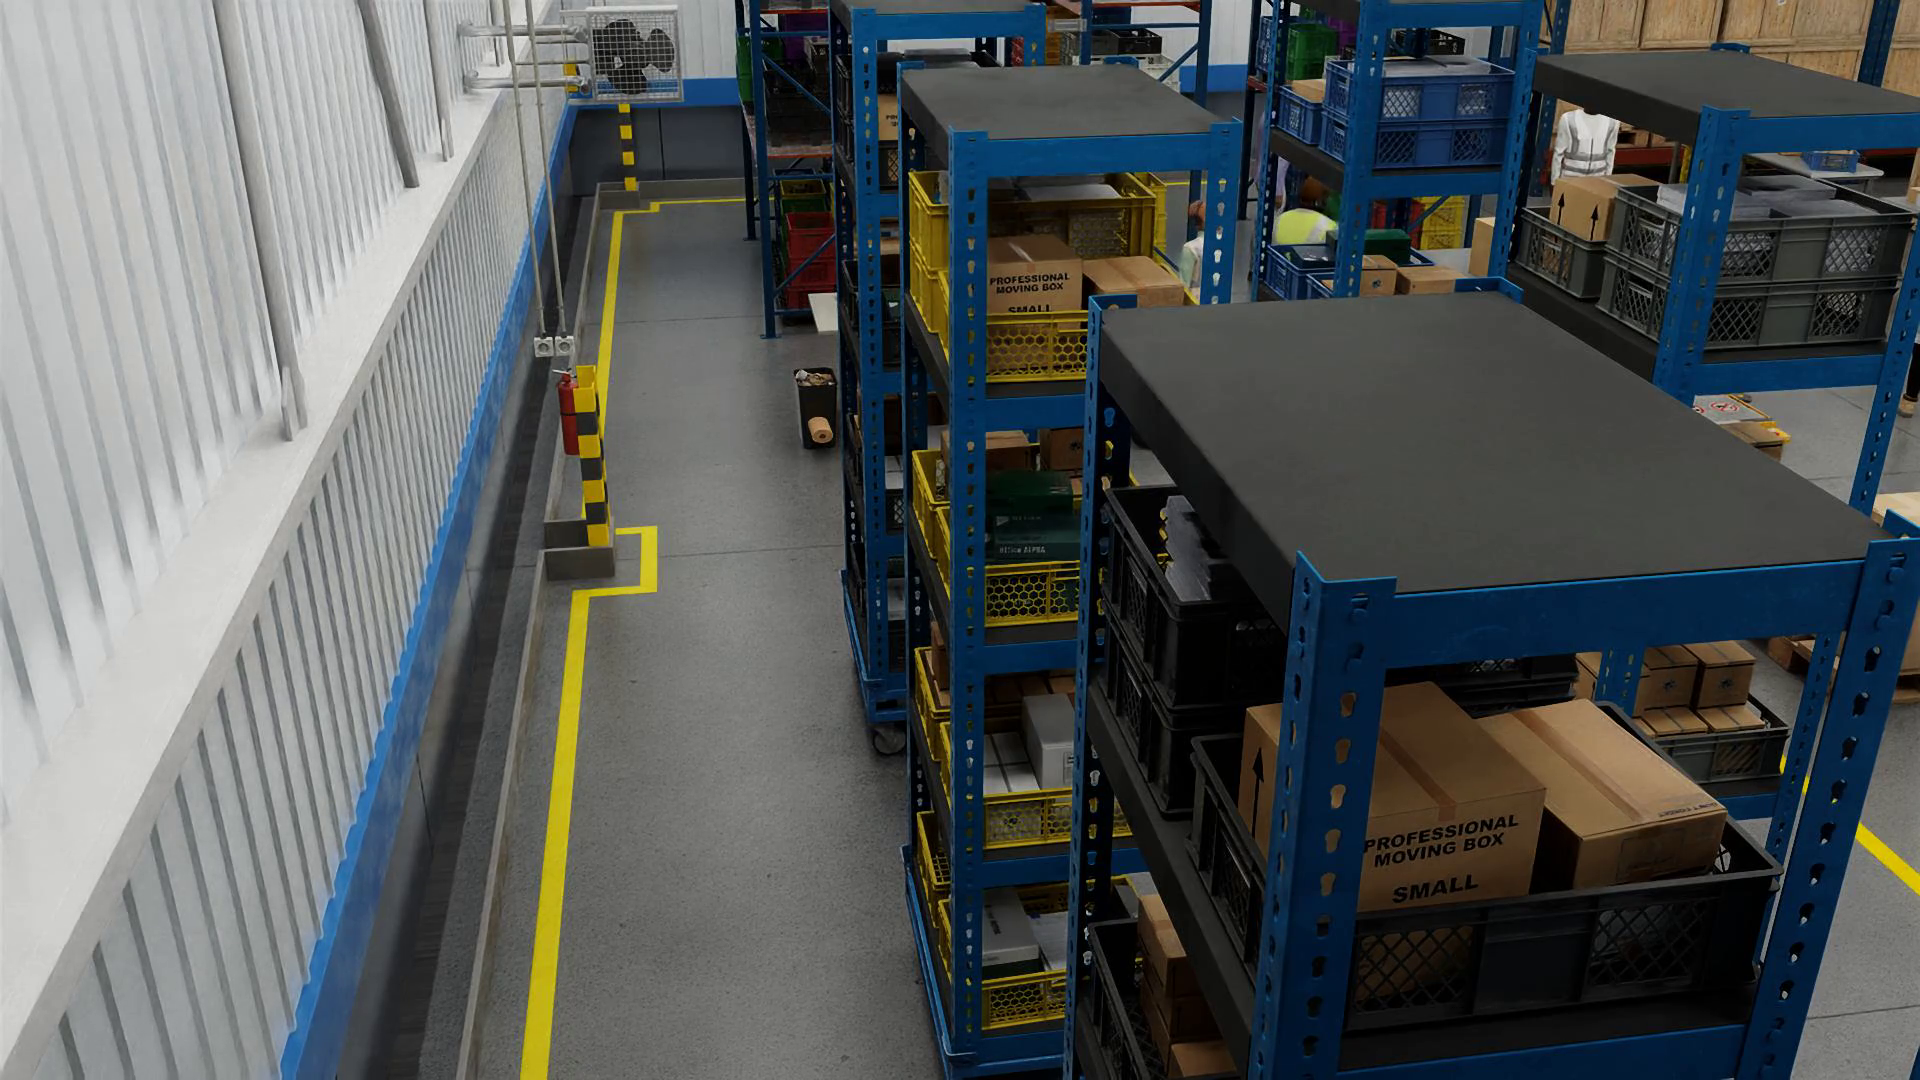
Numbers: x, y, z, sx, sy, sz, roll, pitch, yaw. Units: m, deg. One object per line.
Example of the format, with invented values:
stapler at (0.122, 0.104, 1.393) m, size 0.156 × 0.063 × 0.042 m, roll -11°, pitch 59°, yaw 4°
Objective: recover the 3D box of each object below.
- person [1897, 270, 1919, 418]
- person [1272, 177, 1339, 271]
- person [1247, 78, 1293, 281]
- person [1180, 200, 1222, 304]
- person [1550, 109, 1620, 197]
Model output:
person at (7.295, -1.728, 12.324) m, size 0.531 × 1.698 × 0.320 m, roll 2°, pitch 25°, yaw 5°
person at (2.534, -1.755, 12.243) m, size 0.486 × 1.826 × 0.670 m, roll -18°, pitch 30°, yaw -34°
person at (2.911, -3.317, 15.504) m, size 0.369 × 1.932 × 0.633 m, roll 0°, pitch 25°, yaw 0°
person at (1.798, -1.712, 12.371) m, size 0.520 × 1.631 × 0.324 m, roll -21°, pitch 32°, yaw -38°
person at (5.888, -3.410, 15.762) m, size 0.586 × 1.882 × 0.341 m, roll 0°, pitch 25°, yaw 0°
